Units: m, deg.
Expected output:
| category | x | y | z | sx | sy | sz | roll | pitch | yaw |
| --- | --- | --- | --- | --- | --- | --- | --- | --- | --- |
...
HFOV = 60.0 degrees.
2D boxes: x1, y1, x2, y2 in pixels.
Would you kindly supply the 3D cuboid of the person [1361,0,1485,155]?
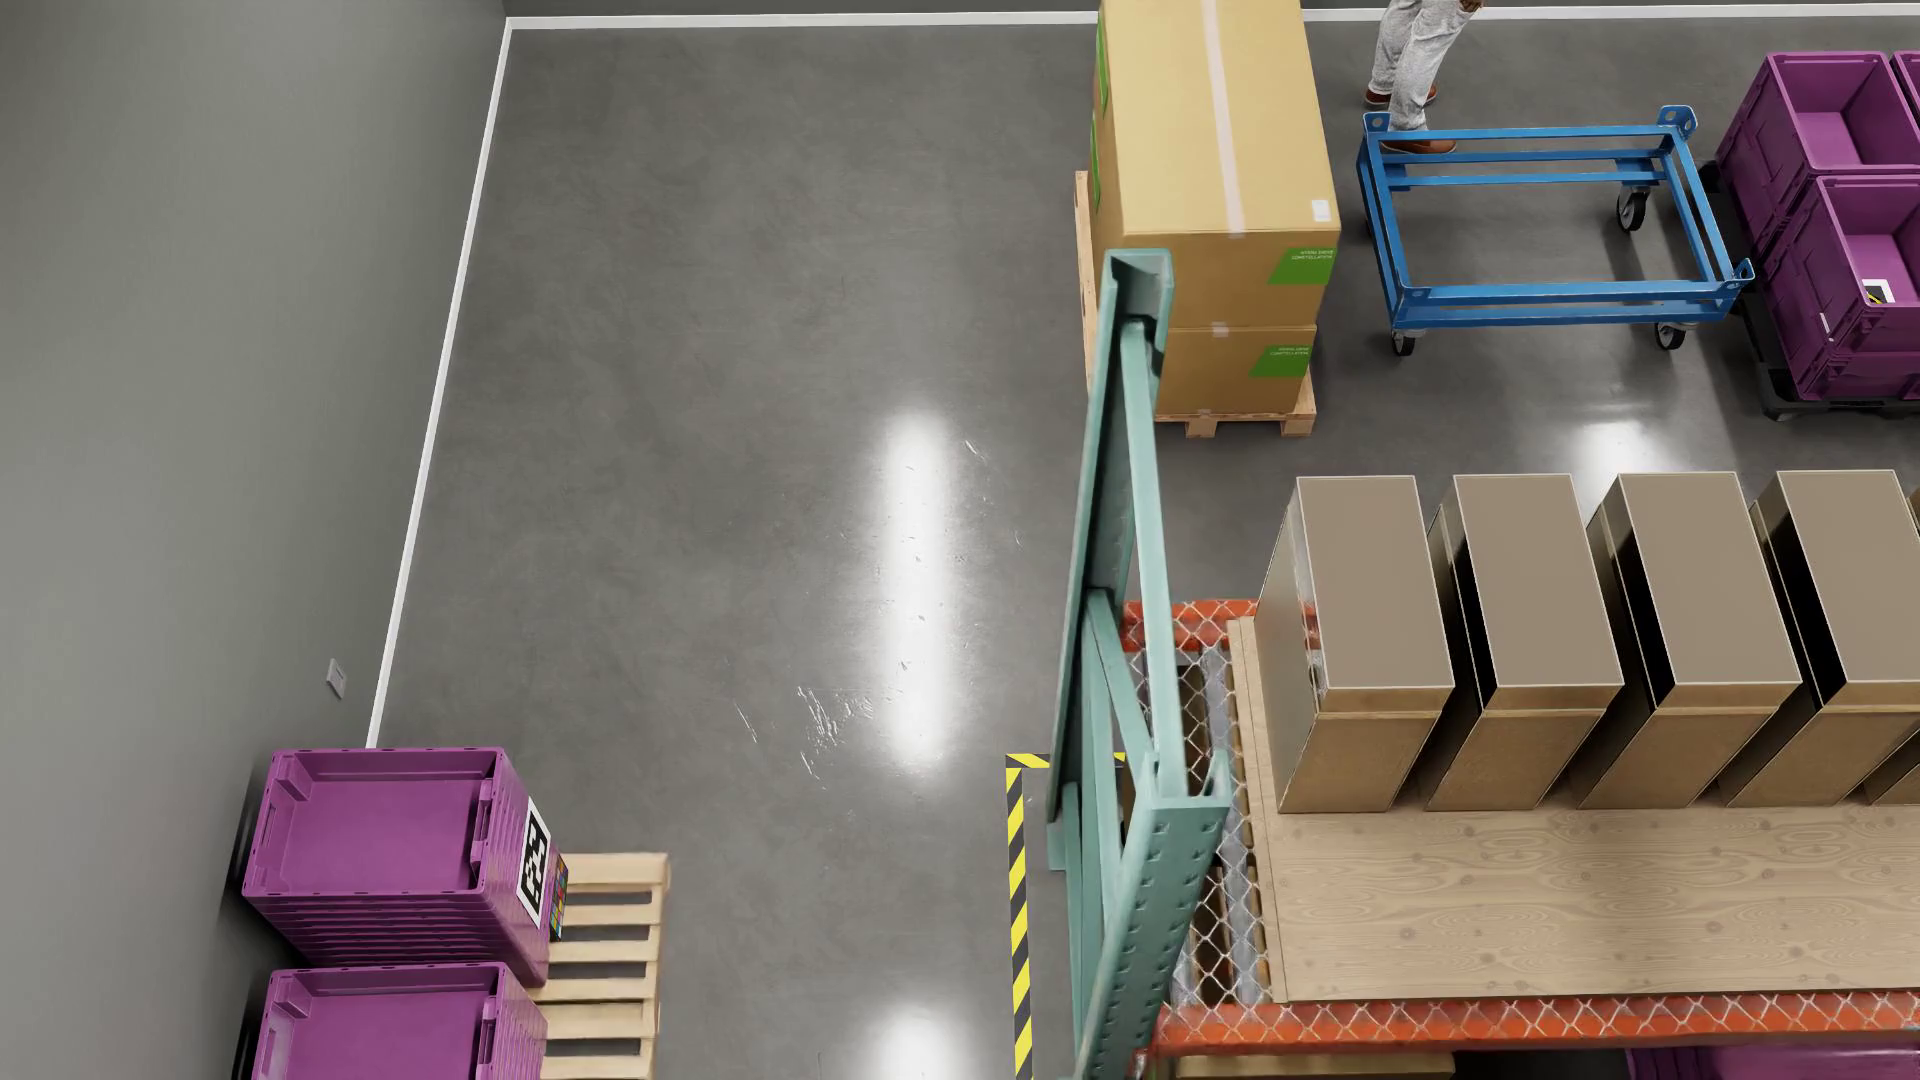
| category | x | y | z | sx | sy | sz | roll | pitch | yaw |
| --- | --- | --- | --- | --- | --- | --- | --- | --- | --- |
| person | 1.831 | -2.239 | 6.075 | 0.355 | 1.938 | 0.636 | -3 | 58 | -2 |
